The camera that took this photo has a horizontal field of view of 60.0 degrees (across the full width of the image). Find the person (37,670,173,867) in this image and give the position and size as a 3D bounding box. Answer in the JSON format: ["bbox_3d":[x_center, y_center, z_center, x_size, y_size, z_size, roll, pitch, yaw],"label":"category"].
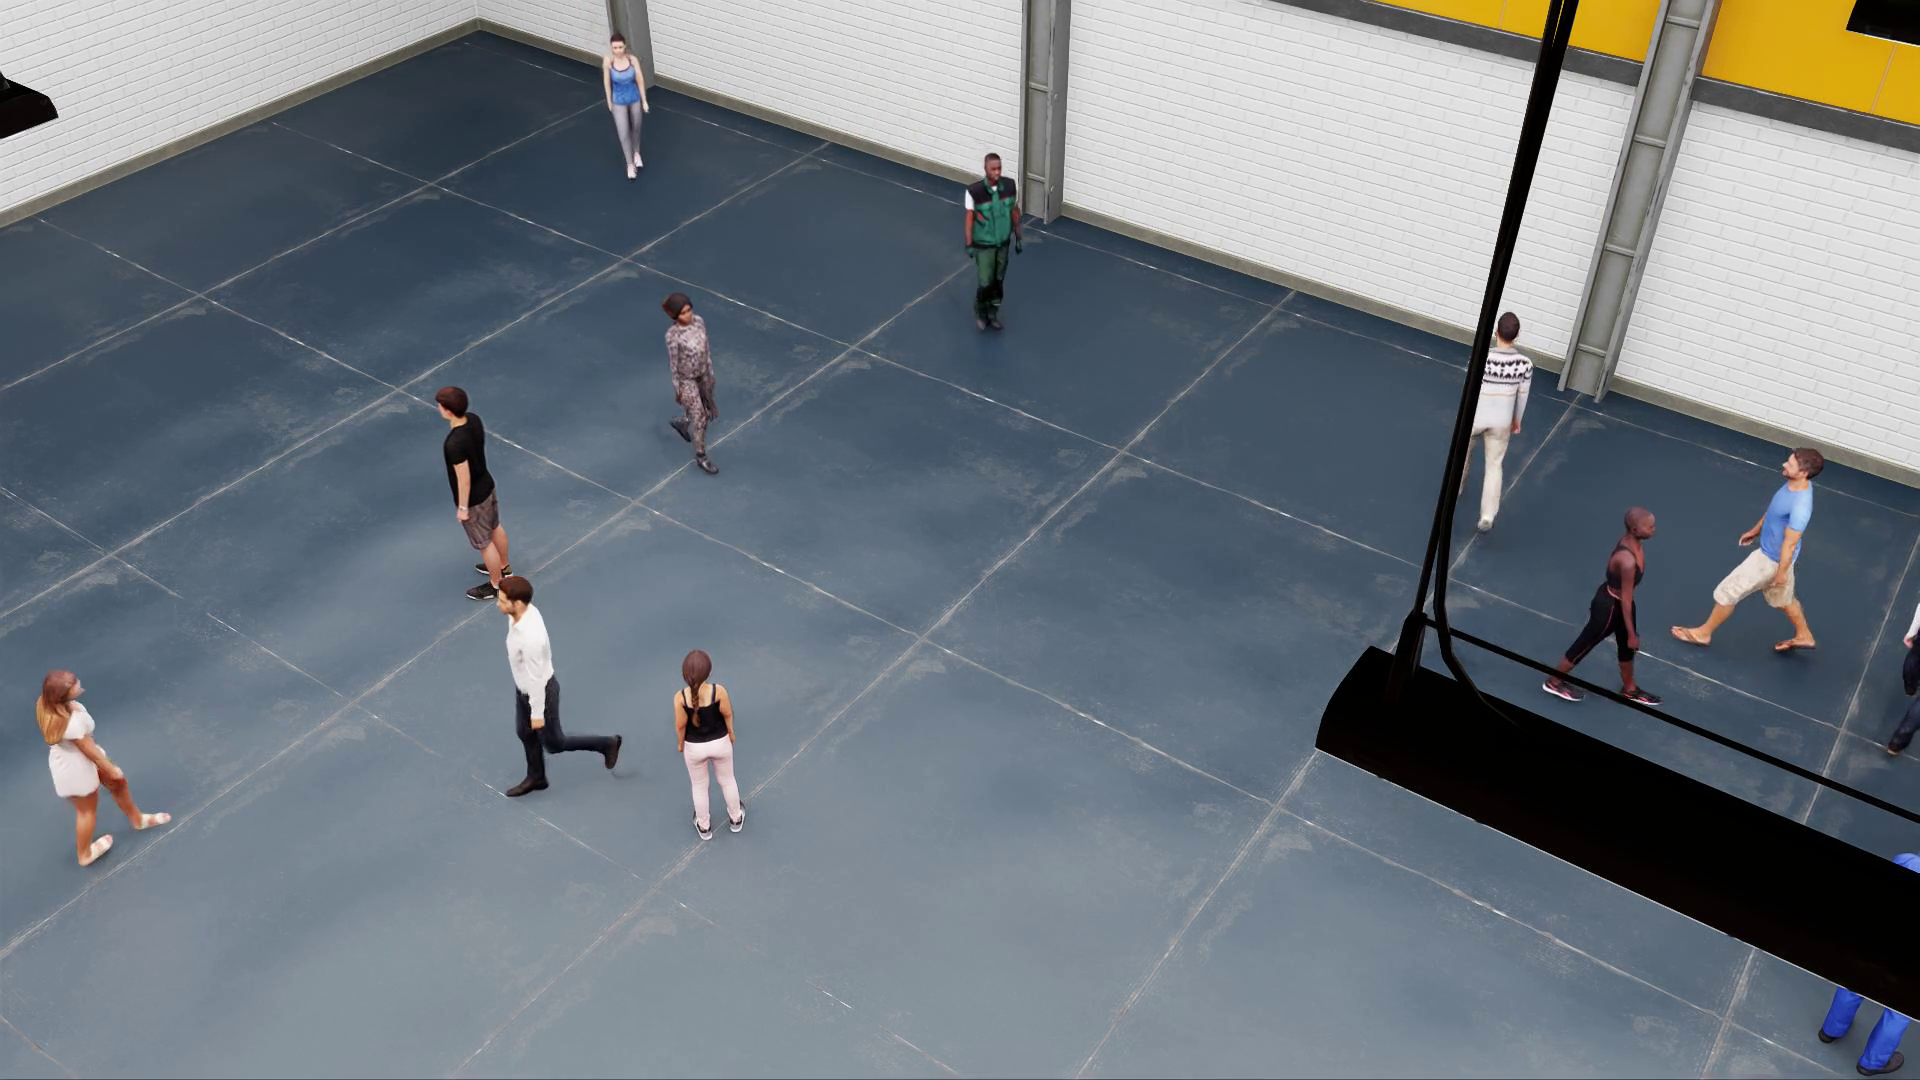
[{"bbox_3d":[-5.636,1.447,10.531,0.884,1.646,0.878,30,47,32],"label":"person"}]

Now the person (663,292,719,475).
[{"bbox_3d":[-2.301,-1.350,13.991,0.826,1.698,0.606,28,46,30],"label":"person"}]

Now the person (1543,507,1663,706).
[{"bbox_3d":[4.460,0.474,11.683,1.050,1.728,0.670,19,42,22],"label":"person"}]

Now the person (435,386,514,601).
[{"bbox_3d":[-3.687,-0.367,12.630,0.771,1.861,0.772,2,39,2],"label":"person"}]

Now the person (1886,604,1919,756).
[{"bbox_3d":[6.684,0.712,11.305,1.143,1.827,0.768,29,47,31],"label":"person"}]

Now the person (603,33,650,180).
[{"bbox_3d":[-3.711,-4.890,18.513,0.839,1.587,0.930,-12,40,-15],"label":"person"}]

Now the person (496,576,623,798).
[{"bbox_3d":[-2.698,0.980,10.951,1.022,1.850,1.099,-18,42,-21],"label":"person"}]

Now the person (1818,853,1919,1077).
[{"bbox_3d":[5.300,2.300,9.316,0.848,1.828,0.674,-19,42,-22],"label":"person"}]

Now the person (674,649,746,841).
[{"bbox_3d":[-1.636,1.318,10.757,0.617,1.564,0.669,-8,39,-10],"label":"person"}]

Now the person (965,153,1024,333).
[{"bbox_3d":[0.271,-2.855,15.772,0.809,1.827,0.829,-18,42,-21],"label":"person"}]

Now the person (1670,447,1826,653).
[{"bbox_3d":[6.003,0.120,12.043,1.271,1.832,0.761,17,41,20],"label":"person"}]

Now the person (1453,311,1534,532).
[{"bbox_3d":[4.249,-0.932,13.350,1.194,1.843,1.101,5,39,6],"label":"person"}]
